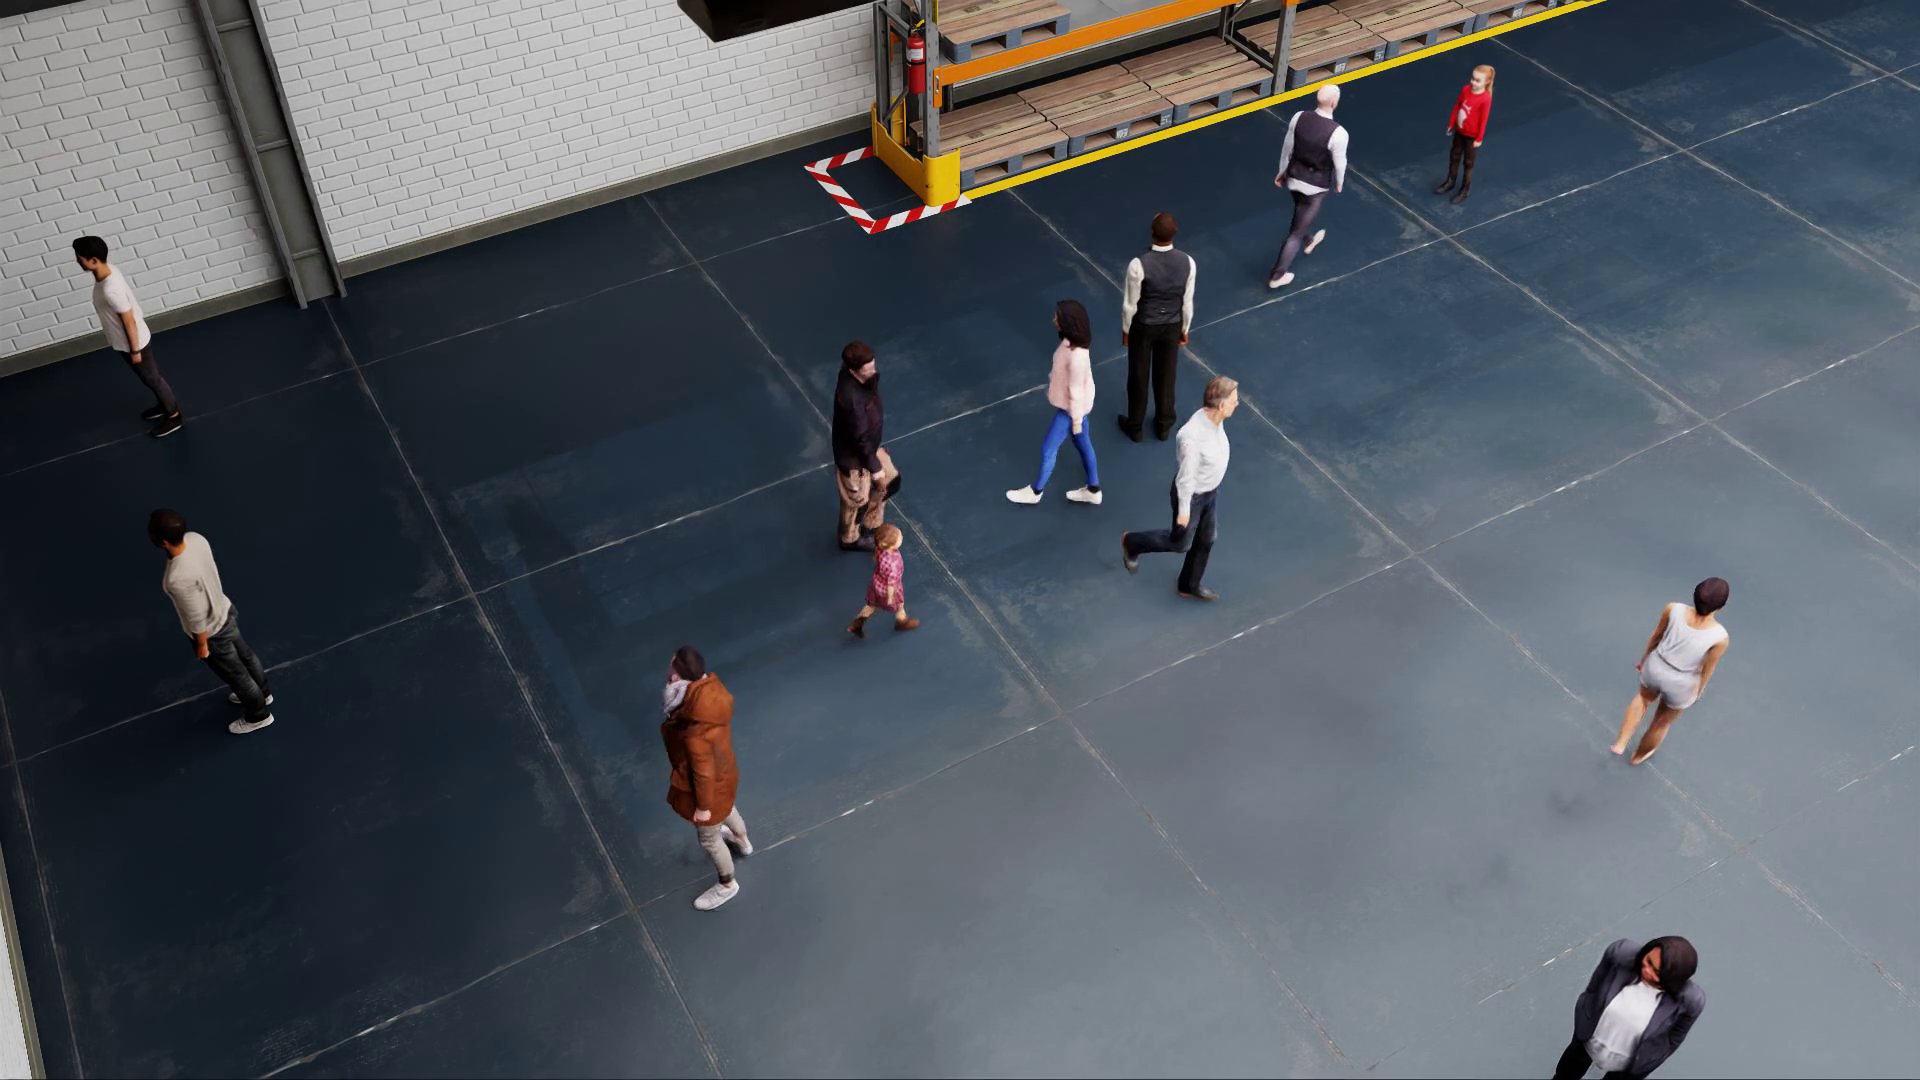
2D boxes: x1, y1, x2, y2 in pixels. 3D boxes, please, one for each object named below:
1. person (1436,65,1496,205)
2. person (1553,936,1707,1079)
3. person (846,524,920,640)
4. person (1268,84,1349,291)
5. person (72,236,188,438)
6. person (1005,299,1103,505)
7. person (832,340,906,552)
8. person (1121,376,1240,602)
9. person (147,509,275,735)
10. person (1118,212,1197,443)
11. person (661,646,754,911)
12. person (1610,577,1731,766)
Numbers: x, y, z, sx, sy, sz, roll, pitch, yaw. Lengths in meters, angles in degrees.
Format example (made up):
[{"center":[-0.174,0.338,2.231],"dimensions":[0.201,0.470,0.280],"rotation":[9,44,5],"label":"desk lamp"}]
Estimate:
[{"center":[4.594,-3.694,15.018],"dimensions":[0.533,1.281,0.517],"rotation":[-27,50,-26],"label":"person"},{"center":[3.325,2.459,8.330],"dimensions":[0.766,1.596,0.778],"rotation":[29,51,27],"label":"person"},{"center":[-0.529,0.286,11.039],"dimensions":[0.729,1.006,0.430],"rotation":[-20,47,-20],"label":"person"},{"center":[2.823,-2.878,13.795],"dimensions":[0.872,1.785,1.200],"rotation":[34,53,30],"label":"person"},{"center":[-6.209,-1.543,12.441],"dimensions":[0.517,1.721,0.626],"rotation":[-23,48,-22],"label":"person"},{"center":[0.891,-0.929,11.785],"dimensions":[1.071,1.735,0.977],"rotation":[5,44,6],"label":"person"},{"center":[-0.776,-0.601,11.321],"dimensions":[0.895,1.901,0.854],"rotation":[1,44,1],"label":"person"},{"center":[1.505,-0.345,11.142],"dimensions":[1.000,1.778,1.036],"rotation":[27,50,25],"label":"person"},{"center":[-4.598,0.489,10.241],"dimensions":[0.686,1.811,0.719],"rotation":[-6,44,-6],"label":"person"},{"center":[1.444,-1.562,12.321],"dimensions":[0.686,1.913,0.834],"rotation":[-5,44,-6],"label":"person"},{"center":[-1.407,1.352,9.332],"dimensions":[0.873,1.817,0.882],"rotation":[-12,45,-12],"label":"person"},{"center":[4.243,0.855,10.009],"dimensions":[0.675,1.602,0.649],"rotation":[-34,53,-30],"label":"person"}]
